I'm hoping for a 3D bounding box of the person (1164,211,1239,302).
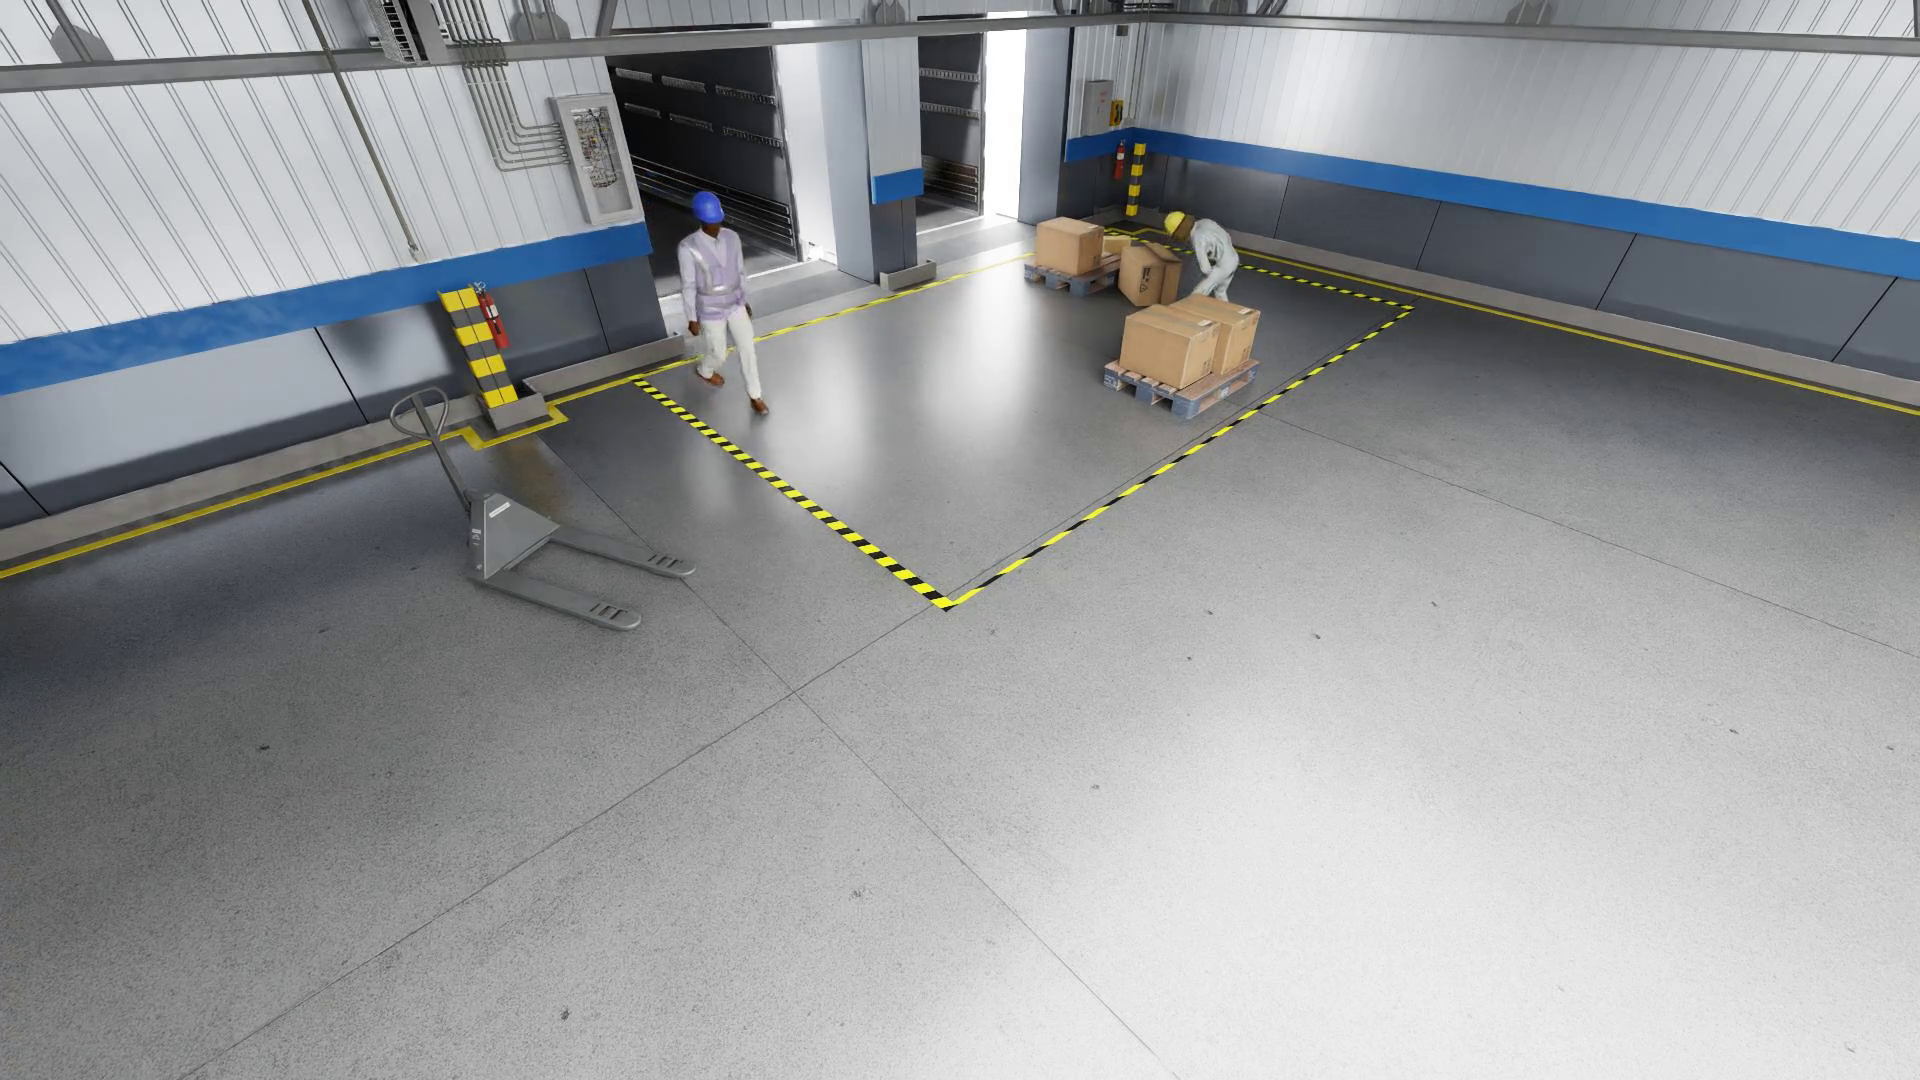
[{"bbox_3d":[2.549,-2.785,7.811,0.841,1.333,0.722,20,42,24],"label":"person"}]

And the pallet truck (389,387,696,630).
[{"bbox_3d":[-2.613,-0.247,4.593,1.601,1.201,0.680,14,40,17],"label":"pallet truck"}]

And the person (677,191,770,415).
[{"bbox_3d":[-2.130,-2.041,6.377,0.882,1.899,0.659,29,46,32],"label":"person"}]
